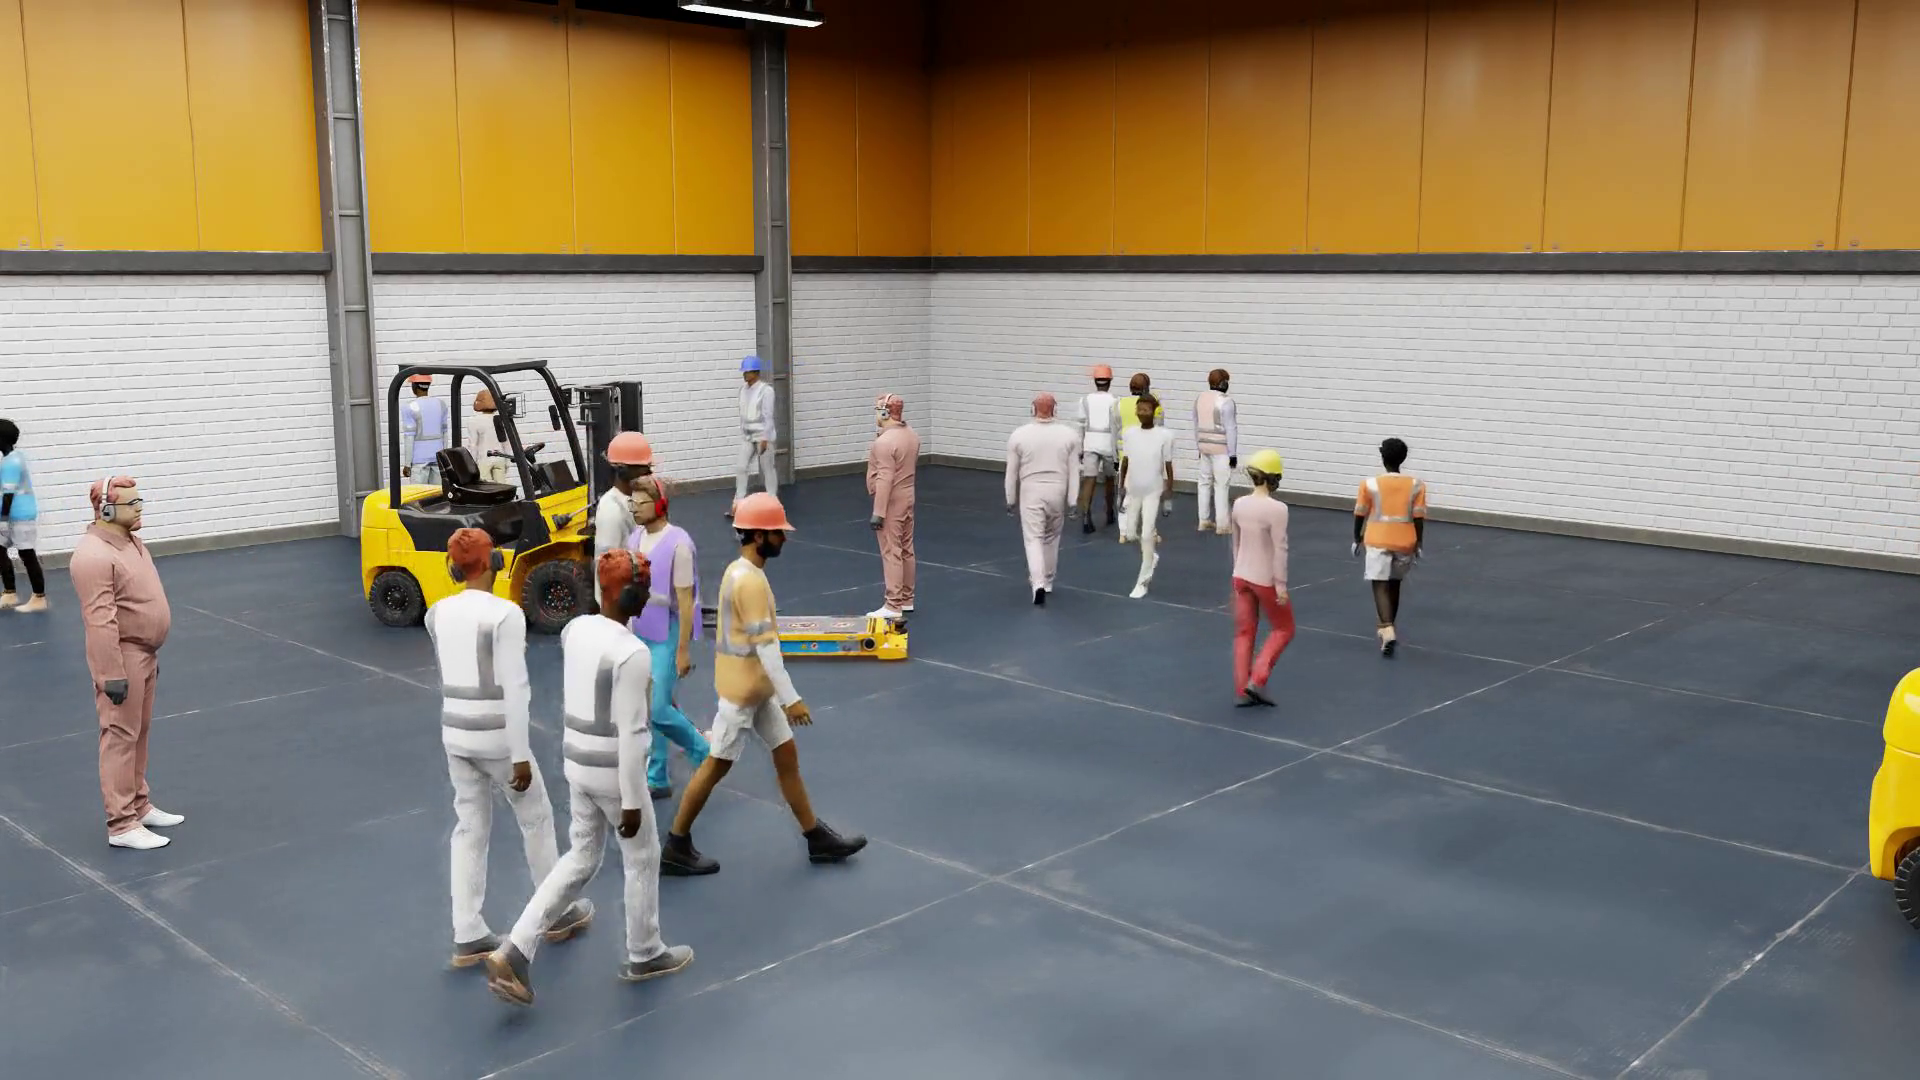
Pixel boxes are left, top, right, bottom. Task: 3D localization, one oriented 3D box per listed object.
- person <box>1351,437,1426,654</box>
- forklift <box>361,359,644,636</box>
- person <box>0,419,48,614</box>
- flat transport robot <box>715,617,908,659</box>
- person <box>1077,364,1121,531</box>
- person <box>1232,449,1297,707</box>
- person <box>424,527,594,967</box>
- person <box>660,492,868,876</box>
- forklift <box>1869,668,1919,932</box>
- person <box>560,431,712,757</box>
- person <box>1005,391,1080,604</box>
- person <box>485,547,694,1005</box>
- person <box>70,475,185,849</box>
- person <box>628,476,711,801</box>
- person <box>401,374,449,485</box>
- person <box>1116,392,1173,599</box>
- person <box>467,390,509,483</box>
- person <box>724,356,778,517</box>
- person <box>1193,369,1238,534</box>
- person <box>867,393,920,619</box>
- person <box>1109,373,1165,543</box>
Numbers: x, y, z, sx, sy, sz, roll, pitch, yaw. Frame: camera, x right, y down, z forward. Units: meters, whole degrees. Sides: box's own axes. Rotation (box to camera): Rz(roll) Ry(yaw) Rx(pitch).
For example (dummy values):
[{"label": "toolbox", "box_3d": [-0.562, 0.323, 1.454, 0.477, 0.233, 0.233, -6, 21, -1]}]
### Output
[{"label": "person", "box_3d": [3.331, 0.037, 12.865, 0.539, 1.665, 0.846, 0, 9, 0]}, {"label": "forklift", "box_3d": [-3.850, -0.407, 13.936, 2.313, 2.155, 1.214, 2, 9, 11]}, {"label": "person", "box_3d": [-8.134, -0.189, 14.145, 0.593, 1.674, 0.558, -5, 11, -29]}, {"label": "flat transport robot", "box_3d": [-1.121, 0.745, 12.757, 1.431, 0.197, 0.652, 0, 9, -1]}, {"label": "person", "box_3d": [1.577, -1.049, 18.842, 0.546, 1.890, 0.984, 3, 10, 17]}, {"label": "person", "box_3d": [2.031, 0.267, 11.139, 0.368, 1.751, 0.552, -6, 11, -32]}, {"label": "person", "box_3d": [-1.970, 0.861, 7.216, 0.615, 1.847, 0.814, 6, 11, 31]}, {"label": "person", "box_3d": [-1.011, 0.709, 8.097, 1.038, 1.884, 0.554, -1, 9, -5]}, {"label": "forklift", "box_3d": [5.205, 0.723, 7.013, 2.313, 2.155, 1.214, 9, 13, 43]}, {"label": "person", "box_3d": [-1.956, 0.338, 10.004, 1.044, 1.989, 0.631, -1, 9, -5]}, {"label": "person", "box_3d": [0.737, -0.385, 14.800, 0.652, 1.875, 0.927, -1, 9, -5]}, {"label": "person", "box_3d": [-1.487, 0.952, 6.652, 0.858, 1.860, 0.627, -9, 13, -43]}, {"label": "person", "box_3d": [-4.264, 0.617, 8.543, 0.410, 1.908, 0.643, -2, 10, -13]}, {"label": "person", "box_3d": [-1.638, 0.552, 9.145, 0.445, 1.835, 0.587, -7, 12, -39]}, {"label": "person", "box_3d": [-5.653, -0.870, 17.561, 0.357, 1.938, 0.545, 6, 11, 34]}, {"label": "person", "box_3d": [1.685, -0.422, 15.061, 0.530, 1.858, 0.610, 5, 11, 30]}, {"label": "person", "box_3d": [-5.190, -0.825, 18.270, 0.308, 1.625, 0.517, 9, 13, 44]}, {"label": "person", "box_3d": [-2.471, -1.203, 19.639, 0.620, 1.914, 0.837, 7, 11, 36]}, {"label": "person", "box_3d": [2.883, -0.990, 18.607, 0.429, 1.840, 0.641, -6, 11, -33]}, {"label": "person", "box_3d": [-0.590, -0.287, 14.079, 0.406, 1.911, 0.639, 4, 10, 22]}, {"label": "person", "box_3d": [1.922, -0.870, 17.859, 0.626, 1.844, 0.429, 4, 10, 25]}]
